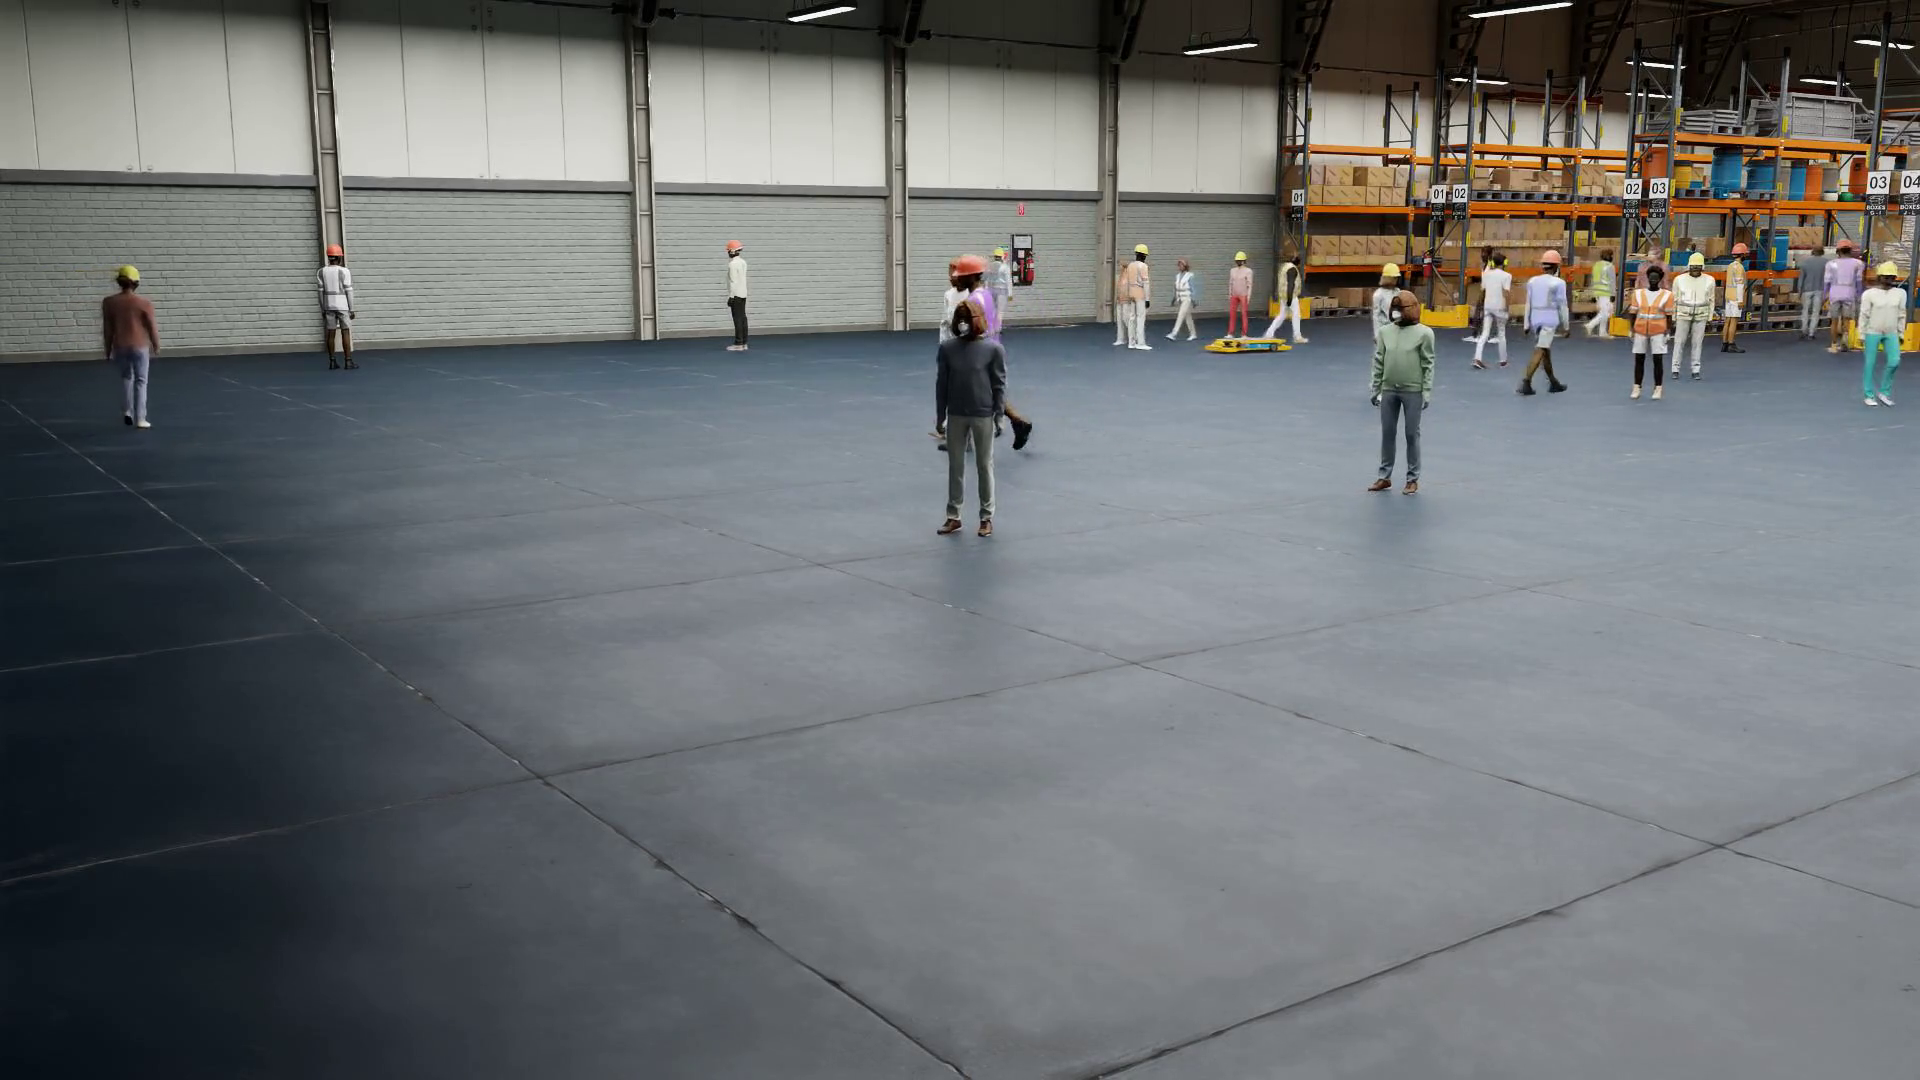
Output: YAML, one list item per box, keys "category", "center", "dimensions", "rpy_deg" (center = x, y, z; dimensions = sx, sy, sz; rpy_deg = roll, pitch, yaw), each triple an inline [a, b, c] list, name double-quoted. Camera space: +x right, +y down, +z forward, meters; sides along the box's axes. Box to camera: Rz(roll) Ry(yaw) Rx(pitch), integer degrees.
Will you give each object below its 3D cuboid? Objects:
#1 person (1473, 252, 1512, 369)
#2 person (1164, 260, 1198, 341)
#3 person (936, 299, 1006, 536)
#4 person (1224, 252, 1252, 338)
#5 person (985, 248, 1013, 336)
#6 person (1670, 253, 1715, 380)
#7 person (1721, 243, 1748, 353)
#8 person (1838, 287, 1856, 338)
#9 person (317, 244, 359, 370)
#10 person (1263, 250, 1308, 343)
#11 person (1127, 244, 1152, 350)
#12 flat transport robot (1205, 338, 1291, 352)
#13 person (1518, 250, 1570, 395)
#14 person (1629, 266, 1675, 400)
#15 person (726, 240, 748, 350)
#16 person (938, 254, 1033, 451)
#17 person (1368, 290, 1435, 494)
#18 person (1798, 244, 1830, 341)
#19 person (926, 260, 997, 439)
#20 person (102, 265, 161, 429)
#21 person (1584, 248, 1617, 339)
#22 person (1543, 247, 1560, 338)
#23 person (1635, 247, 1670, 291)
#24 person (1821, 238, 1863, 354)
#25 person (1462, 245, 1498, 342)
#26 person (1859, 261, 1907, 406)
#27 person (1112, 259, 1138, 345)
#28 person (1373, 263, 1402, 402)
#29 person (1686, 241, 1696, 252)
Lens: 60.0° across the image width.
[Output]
- category: "person"
  center: [8.371, -3.574, 26.017]
  dimensions: [0.571, 1.818, 1.003]
  rpy_deg: [9, 14, 40]
- category: "person"
  center: [4.403, -4.734, 32.923]
  dimensions: [0.884, 1.588, 0.536]
  rpy_deg: [-6, 12, -29]
- category: "person"
  center: [0.071, -0.840, 11.476]
  dimensions: [0.503, 1.632, 0.274]
  rpy_deg: [4, 11, 20]
- category: "person"
  center: [5.581, -4.876, 33.272]
  dimensions: [0.534, 1.762, 0.428]
  rpy_deg: [8, 13, 38]
- category: "person"
  center: [0.840, -5.178, 34.785]
  dimensions: [0.595, 1.817, 0.481]
  rpy_deg: [8, 13, 37]
- category: "person"
  center: [10.563, -3.223, 24.006]
  dimensions: [0.600, 1.827, 0.403]
  rpy_deg: [3, 11, 16]
- category: "person"
  center: [13.813, -4.299, 29.597]
  dimensions: [0.344, 1.942, 0.548]
  rpy_deg: [1, 10, 4]
- category: "person"
  center: [18.228, -4.926, 33.952]
  dimensions: [0.559, 1.619, 0.520]
  rpy_deg: [-4, 11, -20]
- category: "person"
  center: [-9.669, -3.612, 25.839]
  dimensions: [0.543, 1.939, 0.360]
  rpy_deg: [1, 10, 6]
- category: "person"
  center: [6.336, -4.724, 32.313]
  dimensions: [0.818, 1.806, 0.636]
  rpy_deg: [-1, 10, -5]
- category: "person"
  center: [3.280, -4.440, 30.419]
  dimensions: [0.368, 1.925, 0.587]
  rpy_deg: [-6, 12, -30]
- category: "flat transport robot"
  center: [5.183, -3.514, 29.874]
  dimensions: [1.431, 0.197, 0.652]
  rpy_deg: [-5, 12, -27]
- category: "person"
  center: [7.674, -2.840, 21.772]
  dimensions: [1.012, 1.886, 0.566]
  rpy_deg: [-6, 12, -32]
- category: "person"
  center: [8.756, -2.621, 21.080]
  dimensions: [0.532, 1.700, 0.329]
  rpy_deg: [7, 13, 35]
- category: "person"
  center: [-4.067, -4.444, 30.245]
  dimensions: [0.378, 1.996, 0.610]
  rpy_deg: [3, 11, 14]
- category: "person"
  center: [0.229, -1.762, 15.813]
  dimensions: [0.862, 1.903, 0.559]
  rpy_deg: [4, 11, 20]
- category: "person"
  center: [3.544, -1.182, 13.357]
  dimensions: [0.505, 1.631, 0.278]
  rpy_deg: [9, 13, 40]
- category: "person"
  center: [17.132, -4.956, 33.293]
  dimensions: [0.652, 1.895, 0.947]
  rpy_deg: [6, 12, 30]
- category: "person"
  center: [0.068, -1.966, 17.124]
  dimensions: [1.008, 1.834, 0.593]
  rpy_deg: [-7, 13, -35]
- category: "person"
  center: [-8.896, -2.070, 17.900]
  dimensions: [0.544, 1.750, 0.391]
  rpy_deg: [-1, 10, -5]
- category: "person"
  center: [12.830, -4.910, 33.267]
  dimensions: [0.617, 1.826, 0.645]
  rpy_deg: [-1, 10, -8]
- category: "person"
  center: [12.075, -5.050, 33.979]
  dimensions: [0.345, 1.847, 0.507]
  rpy_deg: [-2, 11, -11]
- category: "person"
  center: [13.565, -4.798, 32.536]
  dimensions: [0.933, 1.871, 0.628]
  rpy_deg: [-8, 13, -36]
- category: "person"
  center: [15.452, -4.268, 29.184]
  dimensions: [0.644, 2.029, 0.422]
  rpy_deg: [2, 11, 12]
- category: "person"
  center: [10.218, -4.781, 32.420]
  dimensions: [0.864, 1.881, 0.613]
  rpy_deg: [-1, 10, -5]
- category: "person"
  center: [11.198, -2.488, 20.163]
  dimensions: [0.547, 1.749, 0.521]
  rpy_deg: [2, 10, 8]
- category: "person"
  center: [3.153, -4.507, 31.574]
  dimensions: [0.450, 1.629, 0.531]
  rpy_deg: [-6, 12, -31]
- category: "person"
  center: [5.342, -2.566, 20.675]
  dimensions: [0.514, 1.726, 0.450]
  rpy_deg: [-6, 12, -30]
- category: "person"
  center: [18.058, -6.413, 41.195]
  dimensions: [0.372, 1.940, 0.631]
  rpy_deg: [-4, 11, -22]
